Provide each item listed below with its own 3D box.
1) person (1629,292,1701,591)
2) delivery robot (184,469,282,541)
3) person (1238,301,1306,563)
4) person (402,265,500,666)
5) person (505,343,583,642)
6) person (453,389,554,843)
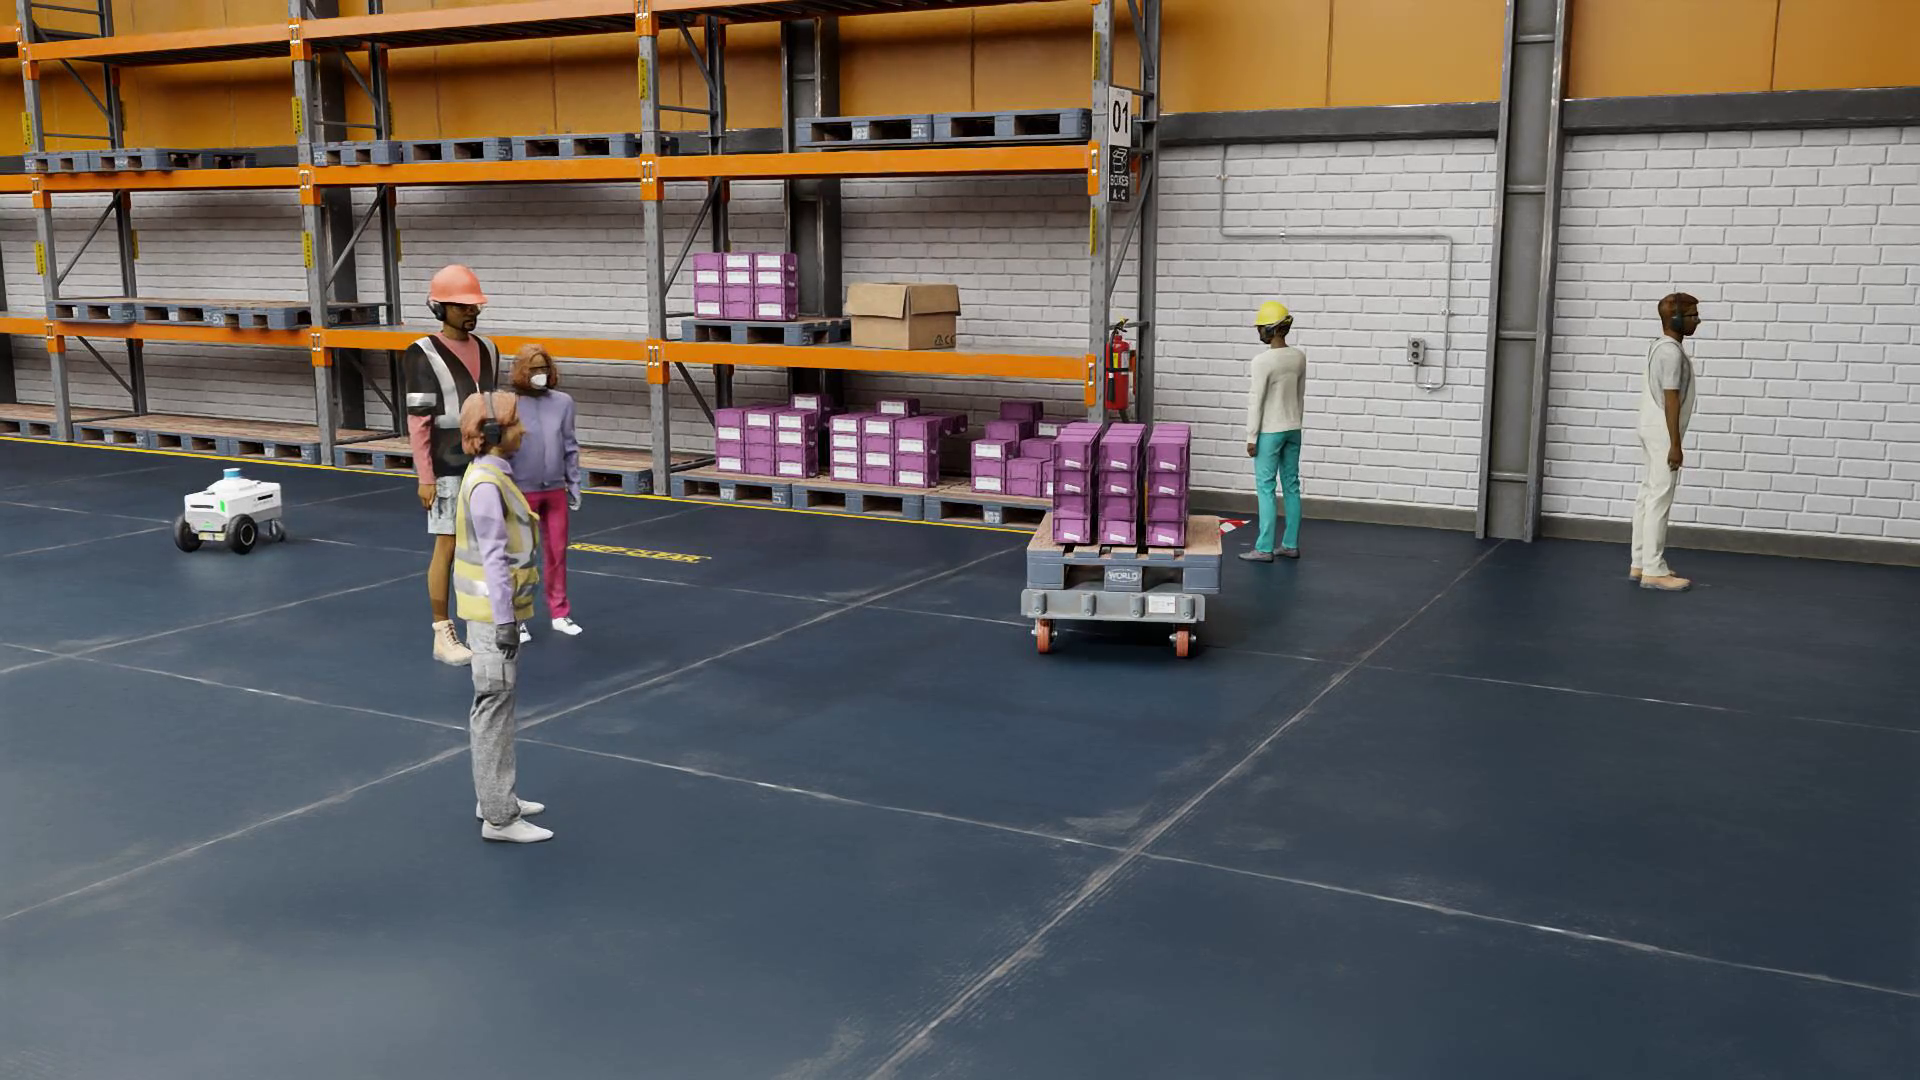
[{"bbox_3d":[4.414,-0.618,10.393,0.343,1.847,0.506,2,10,10],"label":"person"},{"bbox_3d":[-5.116,-0.260,11.719,0.477,0.478,0.707,2,11,11],"label":"delivery robot"},{"bbox_3d":[2.114,-0.724,11.228,0.524,1.761,0.338,-8,13,-38],"label":"person"},{"bbox_3d":[-2.549,-0.386,8.581,0.376,2.042,0.615,5,12,27],"label":"person"},{"bbox_3d":[-2.303,-0.256,9.034,0.500,1.622,0.296,-9,14,-42],"label":"person"},{"bbox_3d":[-1.678,0.275,6.058,0.310,1.643,0.516,-3,11,-17],"label":"person"}]
